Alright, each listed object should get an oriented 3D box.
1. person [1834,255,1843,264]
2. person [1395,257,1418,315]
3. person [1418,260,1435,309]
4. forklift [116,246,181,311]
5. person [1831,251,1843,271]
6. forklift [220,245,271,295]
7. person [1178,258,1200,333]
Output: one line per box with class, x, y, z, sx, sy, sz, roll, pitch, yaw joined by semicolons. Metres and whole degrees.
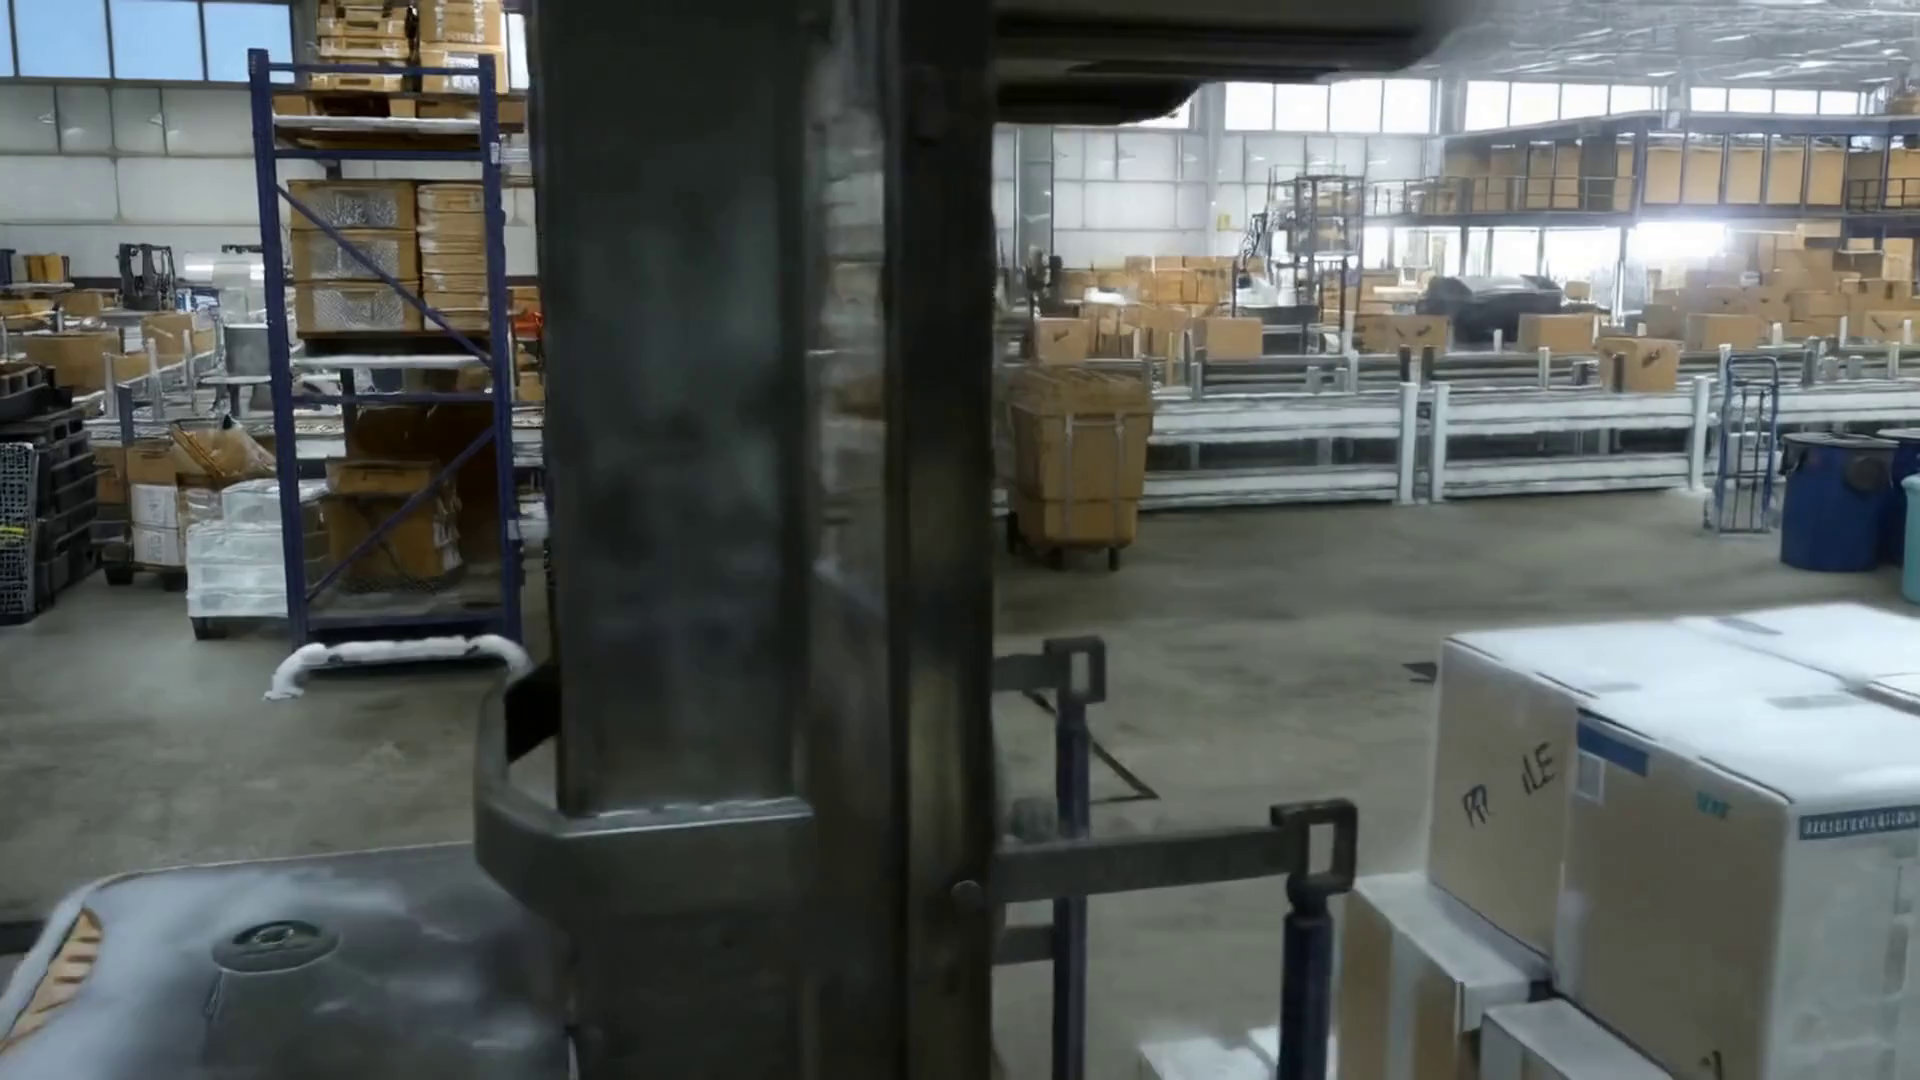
person;23.363;-6.701;44.663;0.557;1.902;0.593;9;13;41
person;11.801;-6.568;44.033;0.575;1.862;0.728;-2;10;-13
person;12.690;-6.725;45.221;0.342;1.759;0.523;-9;13;-42
forklift;-19.966;-6.232;40.894;1.157;1.987;2.680;-3;10;-15
person;22.979;-6.646;43.965;0.683;2.000;0.538;9;14;43
forklift;-17.749;-6.334;41.440;1.157;1.987;2.680;-3;10;-17
person;5.499;-5.831;39.904;0.508;1.855;0.526;0;10;0
